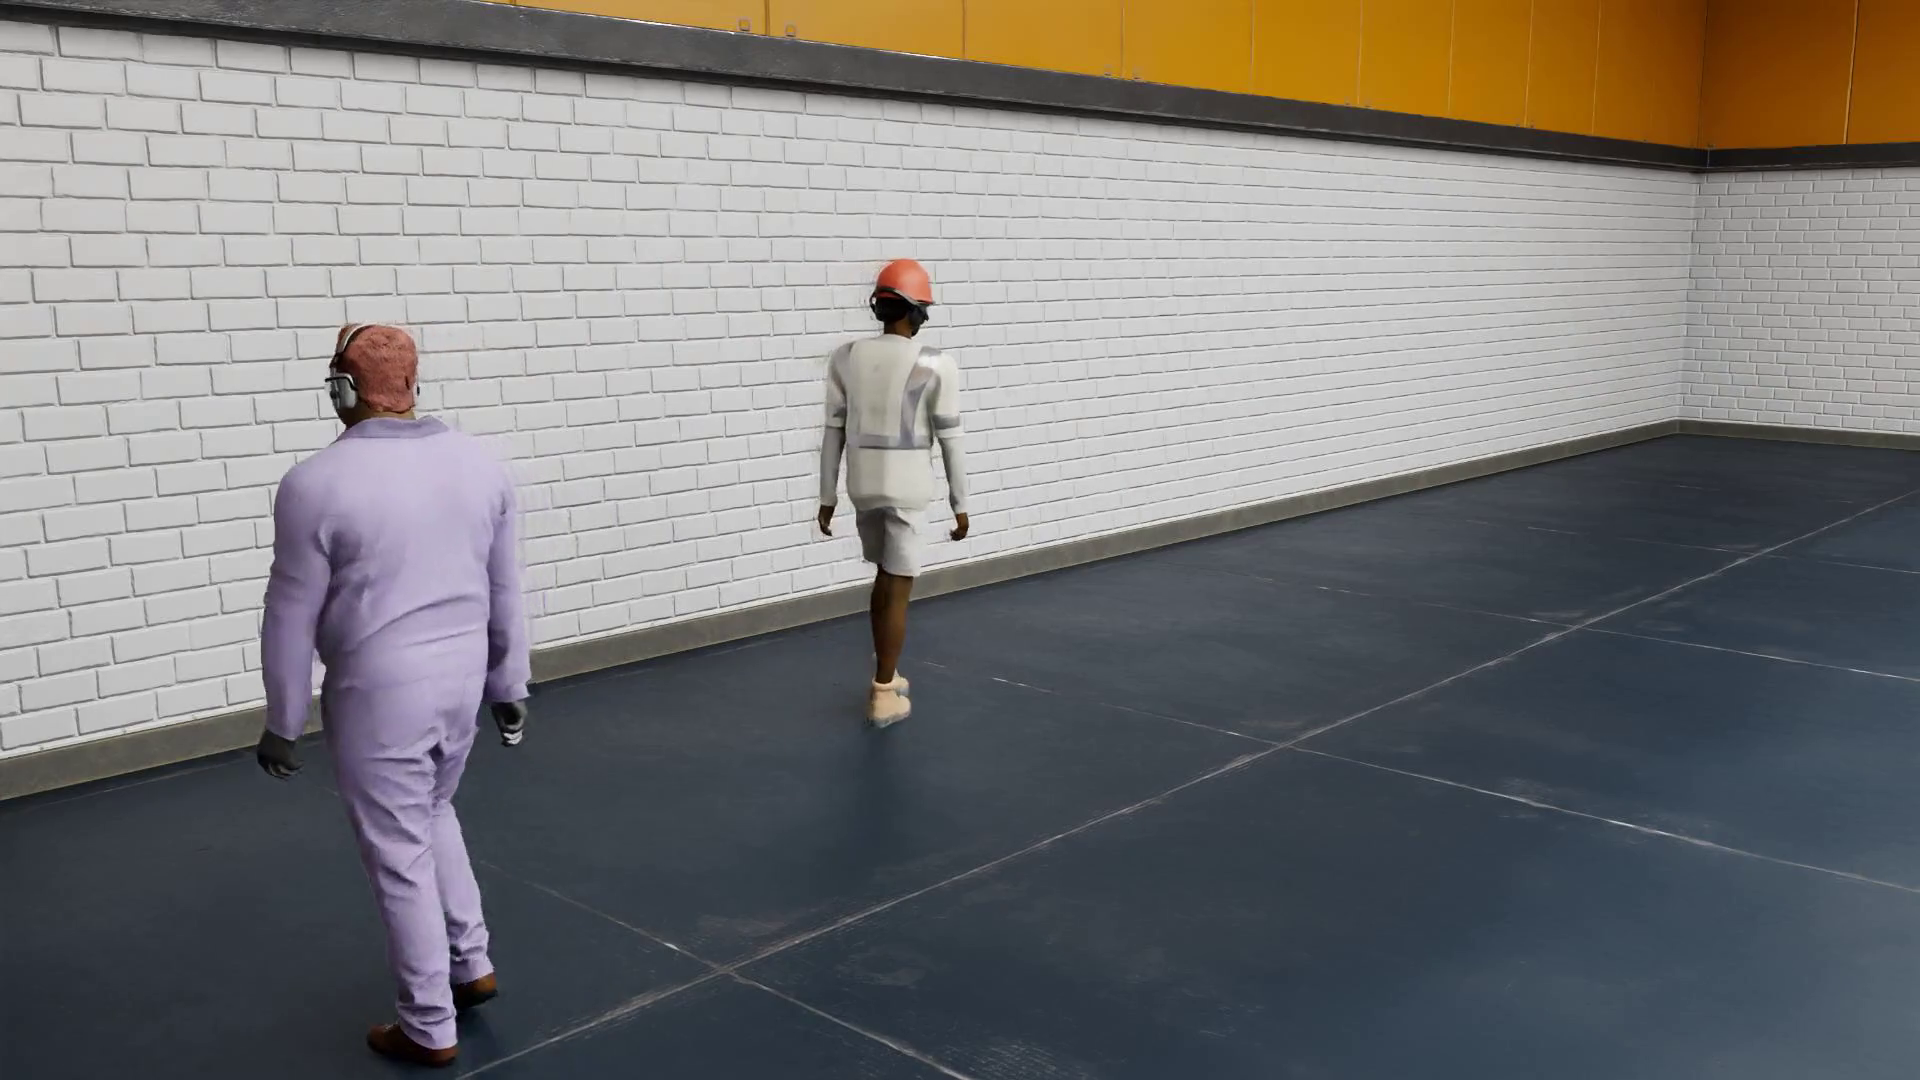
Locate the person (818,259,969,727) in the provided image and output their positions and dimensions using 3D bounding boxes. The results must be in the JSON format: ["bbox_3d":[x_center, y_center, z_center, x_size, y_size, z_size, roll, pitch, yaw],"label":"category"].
[{"bbox_3d":[-0.256,-0.213,7.336,0.652,2.018,0.691,5,11,26],"label":"person"}]

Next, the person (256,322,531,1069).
[{"bbox_3d":[-1.443,0.400,4.238,0.504,1.888,0.656,6,12,30],"label":"person"}]
